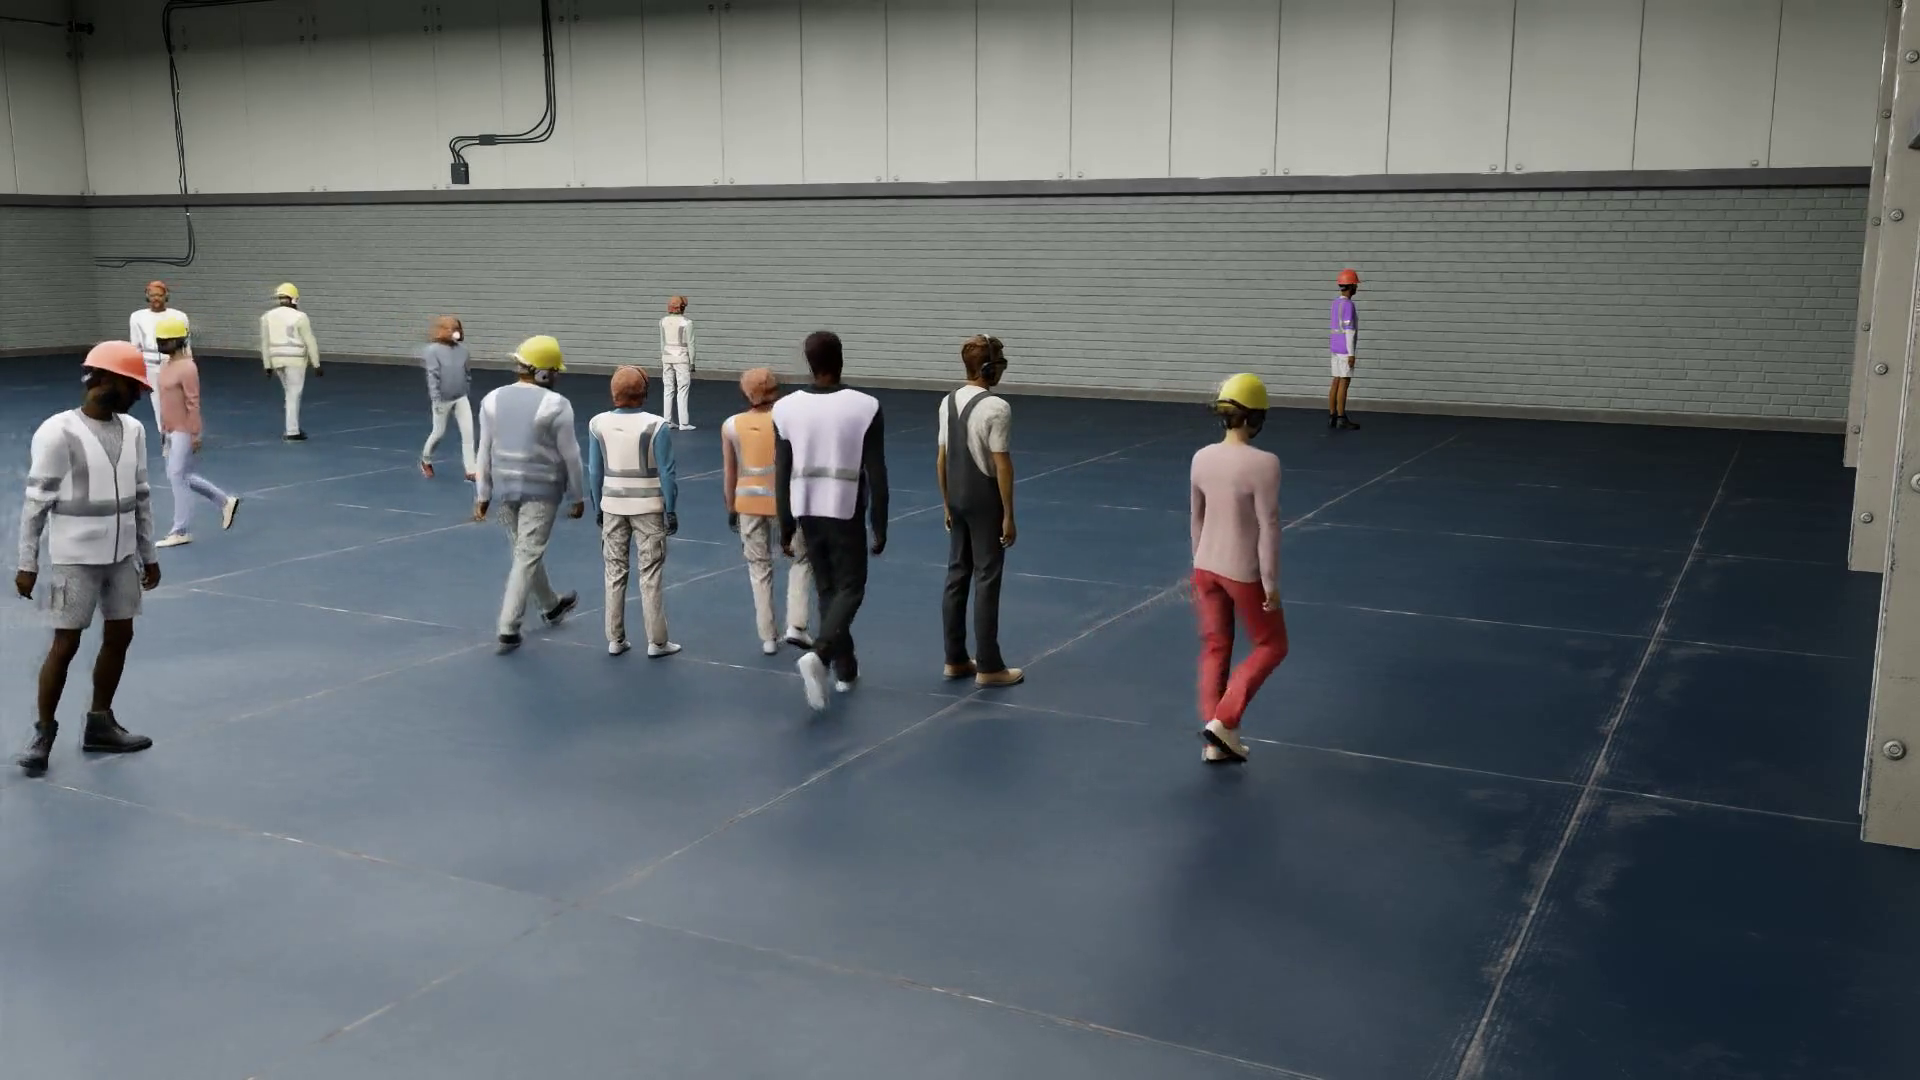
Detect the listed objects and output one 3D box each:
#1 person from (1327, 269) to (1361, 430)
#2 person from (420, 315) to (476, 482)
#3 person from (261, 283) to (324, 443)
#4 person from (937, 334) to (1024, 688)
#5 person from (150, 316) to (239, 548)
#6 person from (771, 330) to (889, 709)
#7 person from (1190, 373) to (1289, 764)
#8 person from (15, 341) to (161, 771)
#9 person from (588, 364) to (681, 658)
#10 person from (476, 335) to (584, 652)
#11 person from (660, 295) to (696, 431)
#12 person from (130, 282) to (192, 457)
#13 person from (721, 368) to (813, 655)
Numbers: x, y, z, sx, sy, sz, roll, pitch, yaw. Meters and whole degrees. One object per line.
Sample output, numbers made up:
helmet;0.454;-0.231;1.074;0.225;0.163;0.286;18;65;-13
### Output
person;4.687;-2.313;20.226;0.342;1.942;0.552;-1;10;-7
person;-4.909;-1.355;15.924;0.795;1.601;0.498;9;14;42
person;-7.600;-2.020;18.998;0.628;1.798;0.642;4;11;20
person;0.097;-0.151;8.701;0.336;1.844;0.508;-9;14;-41
person;-5.894;-0.841;12.699;0.536;1.747;0.654;10;15;44
person;-0.675;-0.106;8.367;0.594;1.886;0.805;3;11;15
person;1.230;0.140;7.344;0.366;1.751;0.555;-8;13;-36
person;-3.892;0.068;7.398;0.492;1.886;0.698;4;11;23
person;-1.813;-0.152;9.265;0.522;1.641;0.306;3;11;15
person;-2.459;-0.287;9.627;0.608;1.776;0.919;4;11;20
person;-3.413;-2.136;20.117;0.508;1.629;0.317;6;12;28
person;-8.399;-1.773;17.494;0.572;1.853;0.841;-3;11;-18
person;-1.083;-0.154;9.345;0.543;1.611;0.383;2;11;11
